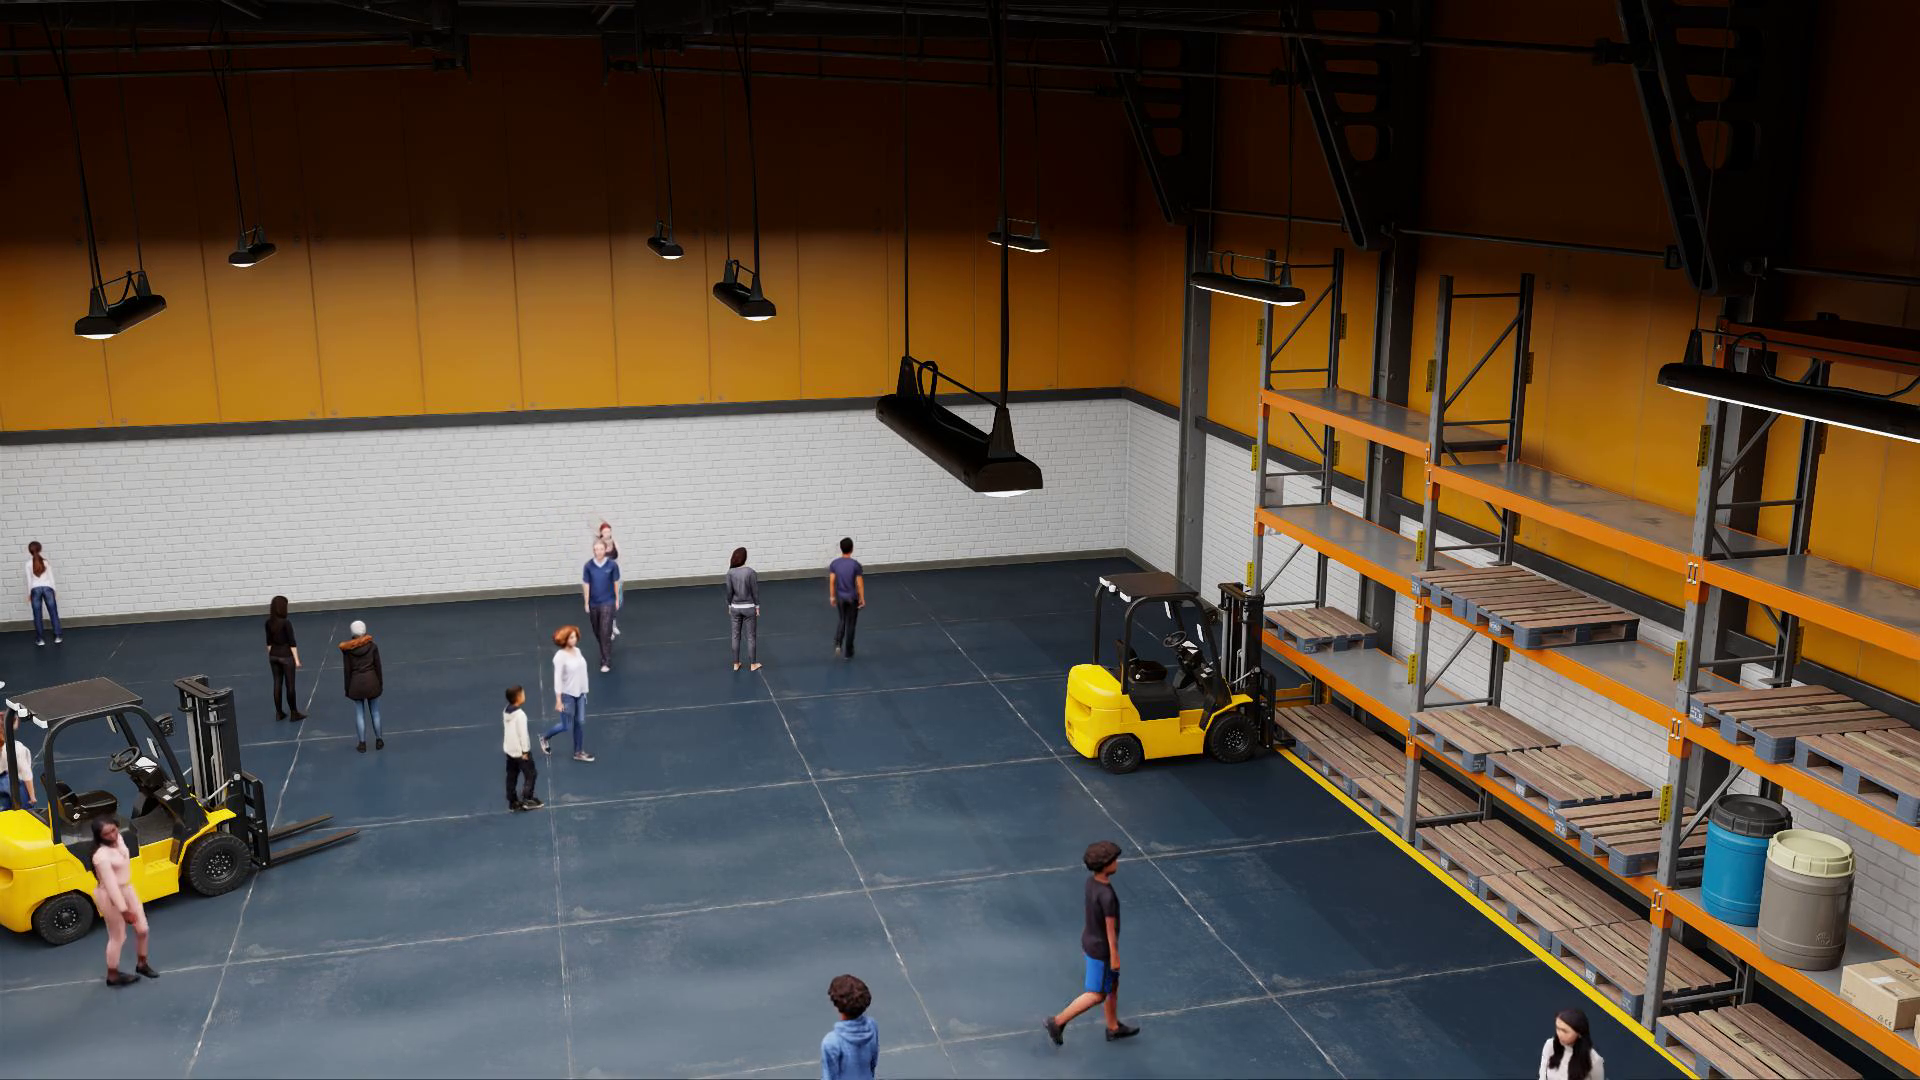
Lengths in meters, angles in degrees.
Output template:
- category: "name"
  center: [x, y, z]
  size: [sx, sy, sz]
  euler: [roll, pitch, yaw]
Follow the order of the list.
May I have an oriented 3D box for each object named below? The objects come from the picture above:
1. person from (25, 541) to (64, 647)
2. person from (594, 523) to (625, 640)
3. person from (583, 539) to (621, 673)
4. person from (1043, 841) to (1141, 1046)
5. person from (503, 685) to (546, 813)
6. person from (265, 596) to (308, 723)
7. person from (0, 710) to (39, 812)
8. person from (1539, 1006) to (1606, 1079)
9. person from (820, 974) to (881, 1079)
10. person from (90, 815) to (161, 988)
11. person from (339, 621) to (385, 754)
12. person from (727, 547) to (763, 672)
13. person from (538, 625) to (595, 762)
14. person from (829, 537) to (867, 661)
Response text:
- category: "person"
  center: [-13.591, 0.774, 24.604]
  size: [0.595, 1.557, 0.590]
  euler: [-9, 16, -32]
- category: "person"
  center: [-5.272, 0.599, 24.862]
  size: [0.650, 1.775, 0.695]
  euler: [-8, 16, -29]
- category: "person"
  center: [-5.068, 0.895, 23.516]
  size: [0.815, 1.833, 1.218]
  euler: [-1, 14, -4]
- category: "person"
  center: [1.068, 3.332, 13.575]
  size: [0.708, 1.775, 1.023]
  euler: [-3, 14, -11]
- category: "person"
  center: [-4.965, 2.328, 18.425]
  size: [0.695, 1.444, 0.773]
  euler: [11, 18, 39]
- category: "person"
  center: [-8.697, 1.522, 21.337]
  size: [0.656, 1.640, 0.661]
  euler: [4, 14, 15]
- category: "person"
  center: [-9.612, 2.553, 16.902]
  size: [0.687, 1.723, 0.708]
  euler: [5, 15, 20]
- category: "person"
  center: [4.180, 3.926, 11.259]
  size: [1.006, 1.711, 1.177]
  euler: [-11, 18, -39]
- category: "person"
  center: [-0.709, 3.857, 11.360]
  size: [0.789, 1.798, 0.797]
  euler: [-13, 19, -42]
- category: "person"
  center: [-7.392, 3.150, 14.519]
  size: [0.869, 1.684, 0.731]
  euler: [-3, 14, -11]
- category: "person"
  center: [-7.271, 1.777, 20.294]
  size: [0.683, 1.636, 0.670]
  euler: [-7, 15, -26]
- category: "person"
  center: [-3.045, 0.959, 23.393]
  size: [0.683, 1.768, 0.661]
  euler: [2, 14, 8]
- category: "person"
  center: [-4.744, 1.830, 19.952]
  size: [0.993, 1.694, 0.963]
  euler: [6, 15, 24]
- category: "person"
  center: [-1.636, 0.862, 23.762]
  size: [0.803, 1.782, 0.856]
  euler: [4, 14, 15]
